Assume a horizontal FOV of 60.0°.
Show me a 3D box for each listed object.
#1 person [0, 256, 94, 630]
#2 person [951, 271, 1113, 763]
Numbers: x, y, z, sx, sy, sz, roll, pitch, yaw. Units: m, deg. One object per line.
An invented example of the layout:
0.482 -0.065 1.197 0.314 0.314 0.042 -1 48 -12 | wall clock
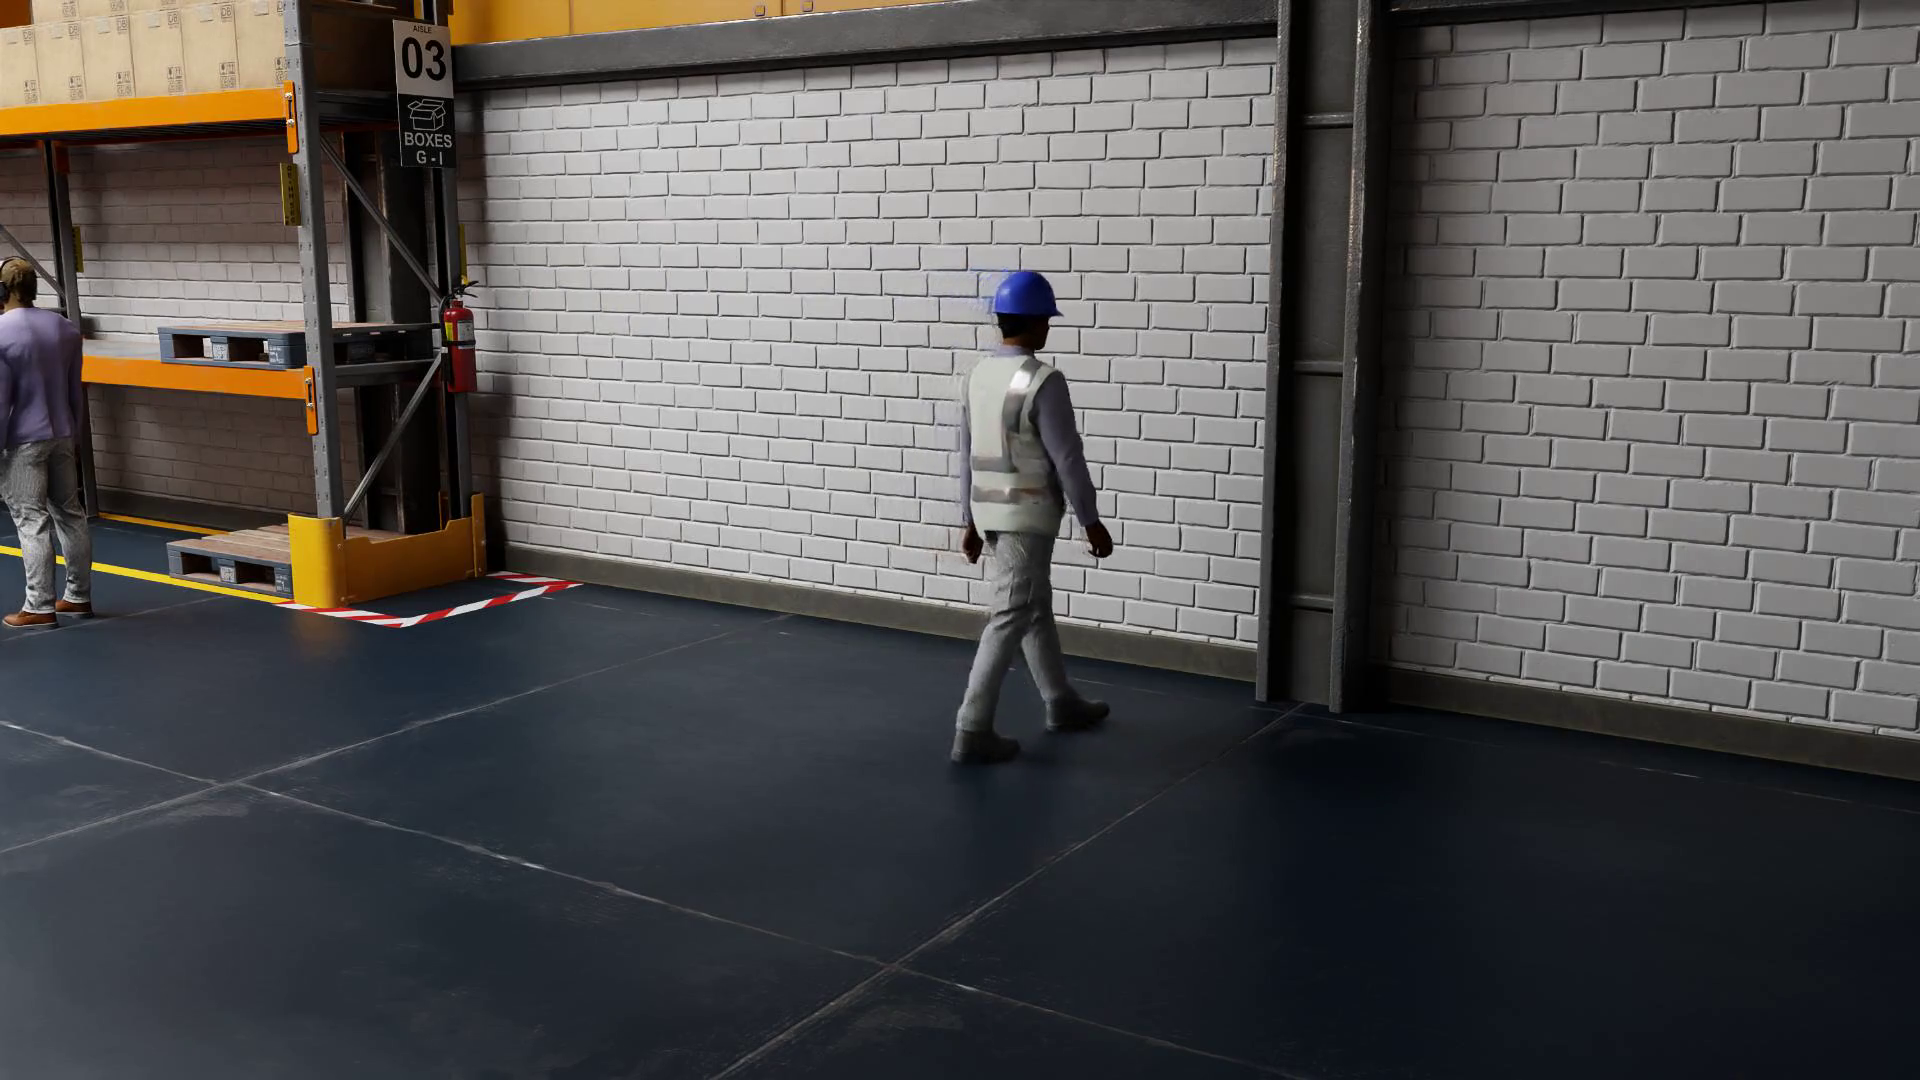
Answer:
-4.831 -0.497 8.666 0.371 1.941 0.627 3 11 16 | person
0.287 -0.098 6.564 0.866 1.908 0.609 -6 12 -28 | person
